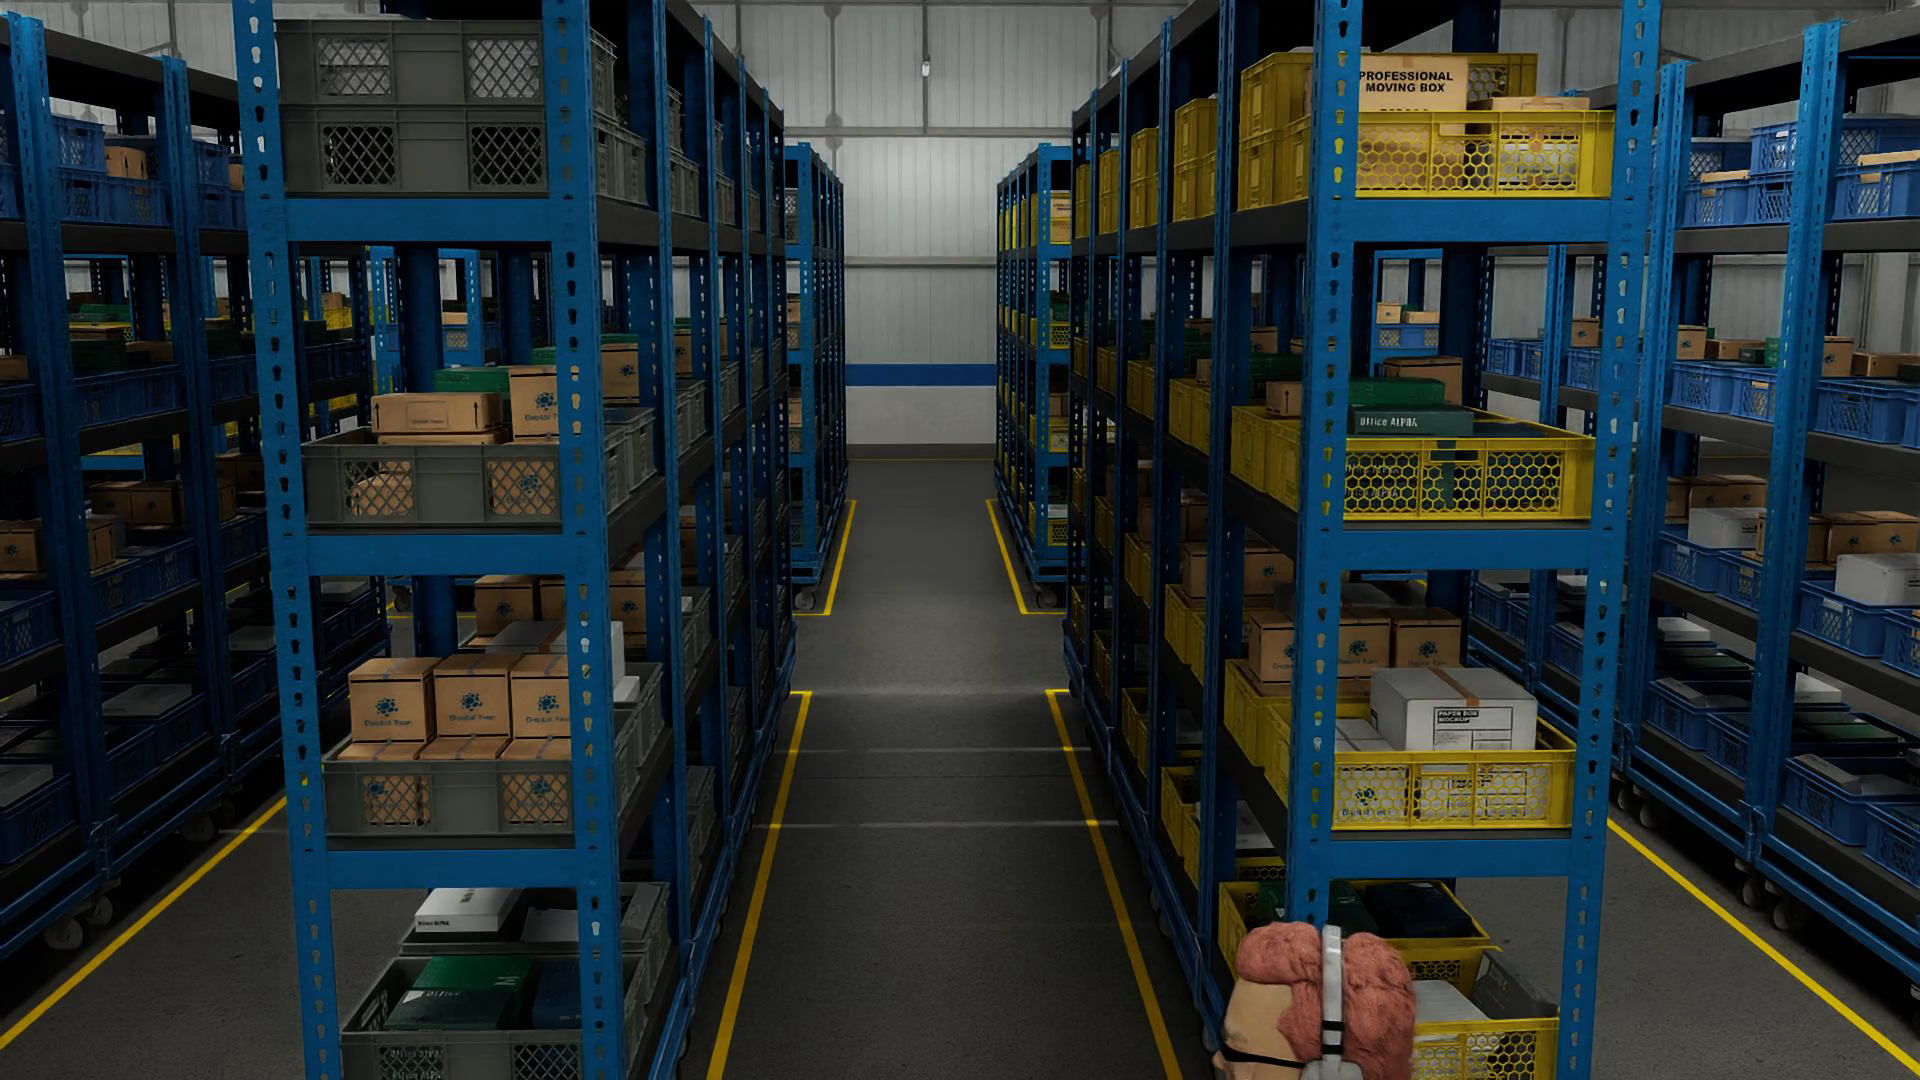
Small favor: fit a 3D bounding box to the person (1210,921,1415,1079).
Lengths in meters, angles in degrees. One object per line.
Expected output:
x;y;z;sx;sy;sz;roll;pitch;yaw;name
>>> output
0.429;1.401;2.109;0.407;1.906;0.655;1;9;4;person
